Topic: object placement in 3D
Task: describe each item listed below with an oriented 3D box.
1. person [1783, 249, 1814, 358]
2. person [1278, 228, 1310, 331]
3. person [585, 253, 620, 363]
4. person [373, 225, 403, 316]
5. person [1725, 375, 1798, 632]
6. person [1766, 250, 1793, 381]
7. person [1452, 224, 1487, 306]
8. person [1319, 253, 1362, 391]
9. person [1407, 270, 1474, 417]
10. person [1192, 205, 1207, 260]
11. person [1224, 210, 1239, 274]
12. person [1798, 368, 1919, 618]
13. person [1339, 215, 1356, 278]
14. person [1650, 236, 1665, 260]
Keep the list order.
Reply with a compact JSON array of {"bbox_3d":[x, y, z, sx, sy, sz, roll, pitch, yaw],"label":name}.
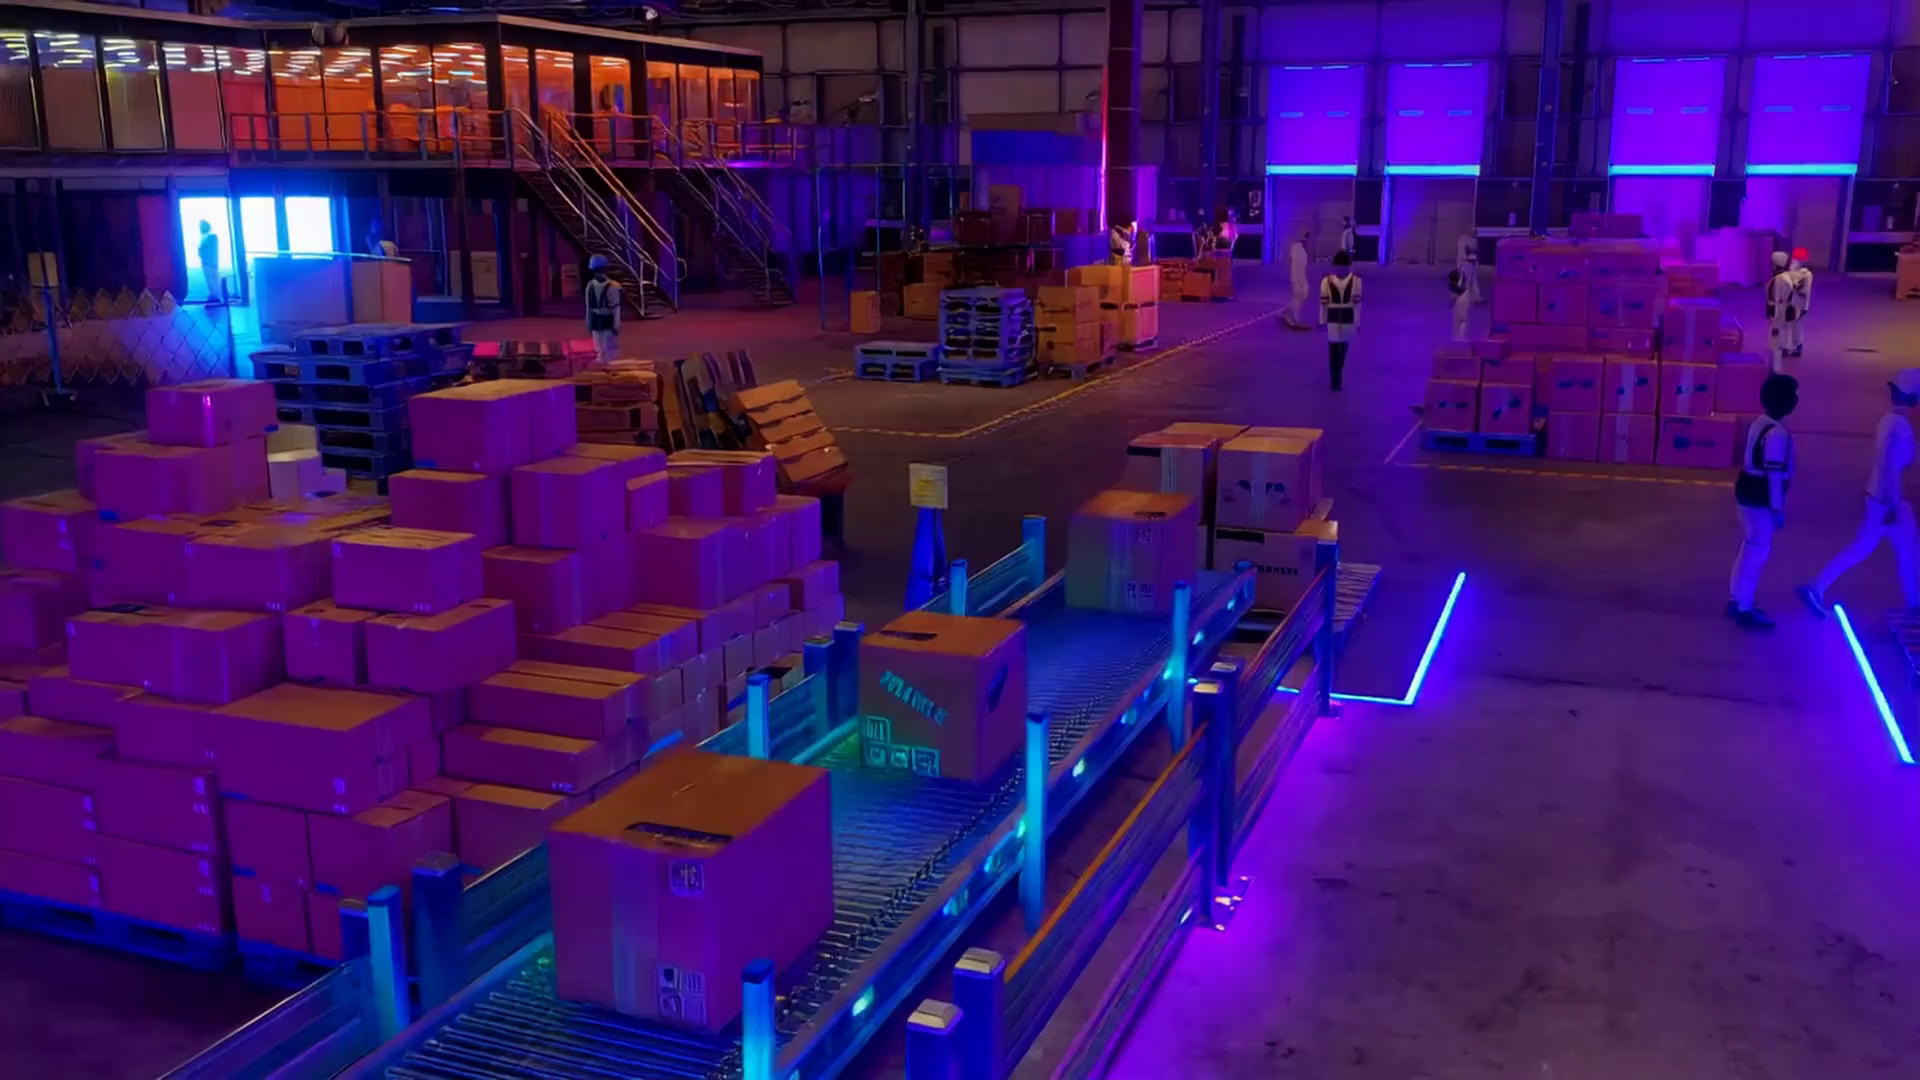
[{"bbox_3d":[13.490,-3.811,26.852,0.298,1.745,0.484,-5,13,-20],"label":"person"},{"bbox_3d":[6.331,-4.893,31.294,0.502,1.928,0.628,5,13,19],"label":"person"},{"bbox_3d":[-4.724,-2.804,21.930,0.545,1.928,0.399,7,14,28],"label":"person"},{"bbox_3d":[-11.826,-5.569,34.445,0.420,1.869,0.606,7,14,27],"label":"person"},{"bbox_3d":[5.310,-0.250,11.009,0.320,1.693,0.537,3,13,13],"label":"person"},{"bbox_3d":[11.239,-3.011,22.867,0.371,1.916,0.597,4,13,18],"label":"person"},{"bbox_3d":[11.384,-6.137,37.144,0.626,1.798,0.941,-5,13,-20],"label":"person"},{"bbox_3d":[5.265,-3.023,23.002,0.563,1.886,0.986,1,13,6],"label":"person"},{"bbox_3d":[6.023,-2.349,20.148,1.004,1.815,0.546,2,13,7],"label":"person"},{"bbox_3d":[7.362,-9.289,51.030,0.404,1.918,0.590,-11,17,-41],"label":"person"},{"bbox_3d":[7.900,-8.664,48.398,0.429,1.841,0.633,-1,13,-4],"label":"person"},{"bbox_3d":[6.119,-0.284,11.061,0.829,1.736,0.533,3,13,14],"label":"person"},{"bbox_3d":[9.171,-6.721,39.450,0.399,1.943,0.614,7,15,30],"label":"person"},{"bbox_3d":[12.325,-4.472,29.599,0.346,1.840,0.505,2,13,9],"label":"person"}]
